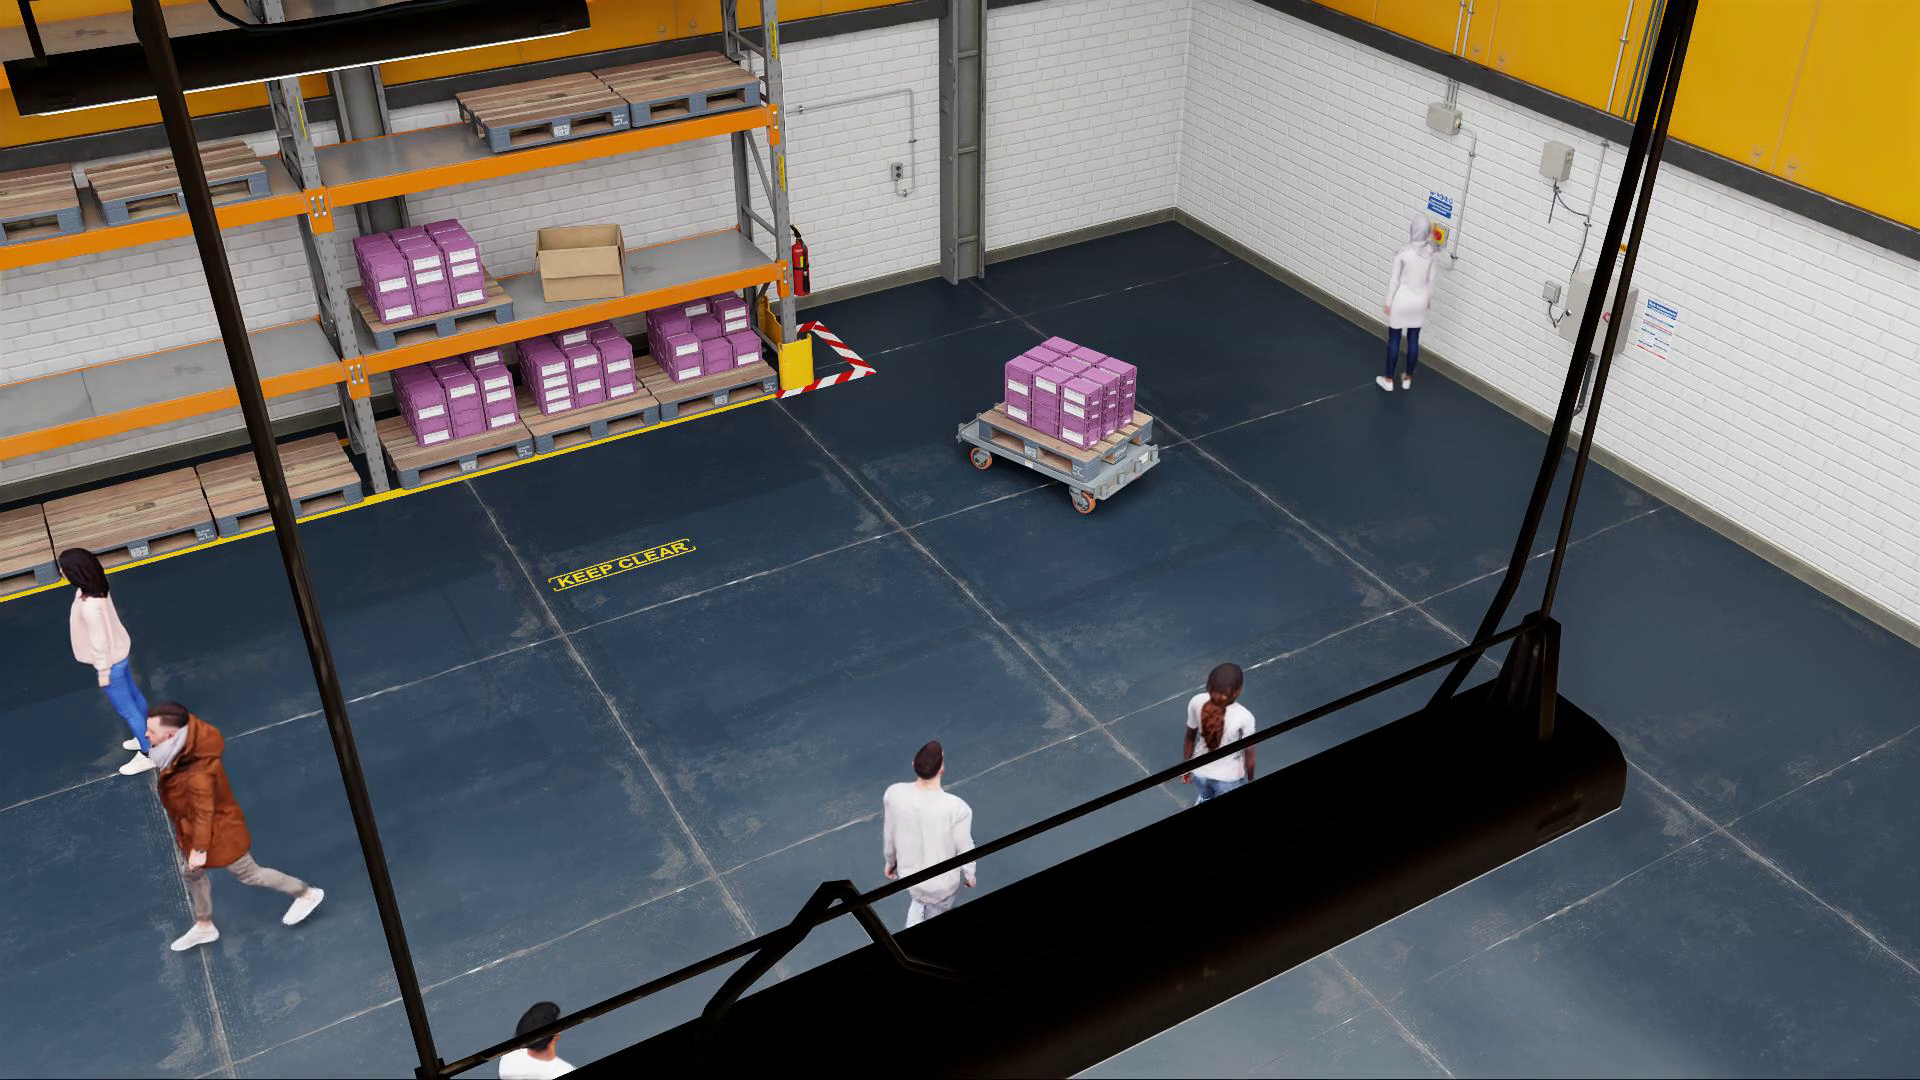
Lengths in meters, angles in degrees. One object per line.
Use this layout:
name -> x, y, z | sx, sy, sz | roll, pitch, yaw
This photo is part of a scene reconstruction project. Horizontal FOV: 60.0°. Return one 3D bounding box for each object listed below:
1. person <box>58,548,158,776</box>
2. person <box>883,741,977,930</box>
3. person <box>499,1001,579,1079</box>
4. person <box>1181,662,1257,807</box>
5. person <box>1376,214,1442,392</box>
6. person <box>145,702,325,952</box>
person -> -5.732, 0.799, 11.236 | 0.615, 1.769, 0.694 | -10, 35, -15
person -> -0.206, 1.936, 9.474 | 0.824, 1.827, 0.858 | 14, 36, 20
person -> -1.963, 2.904, 8.105 | 0.715, 1.731, 0.752 | 11, 35, 16
person -> 1.553, 1.492, 10.249 | 0.723, 1.708, 0.784 | 21, 39, 28
person -> 4.275, -2.245, 15.809 | 0.609, 1.776, 0.747 | -3, 34, -5
person -> -4.335, 1.681, 9.882 | 1.165, 1.800, 0.801 | -23, 40, -31
